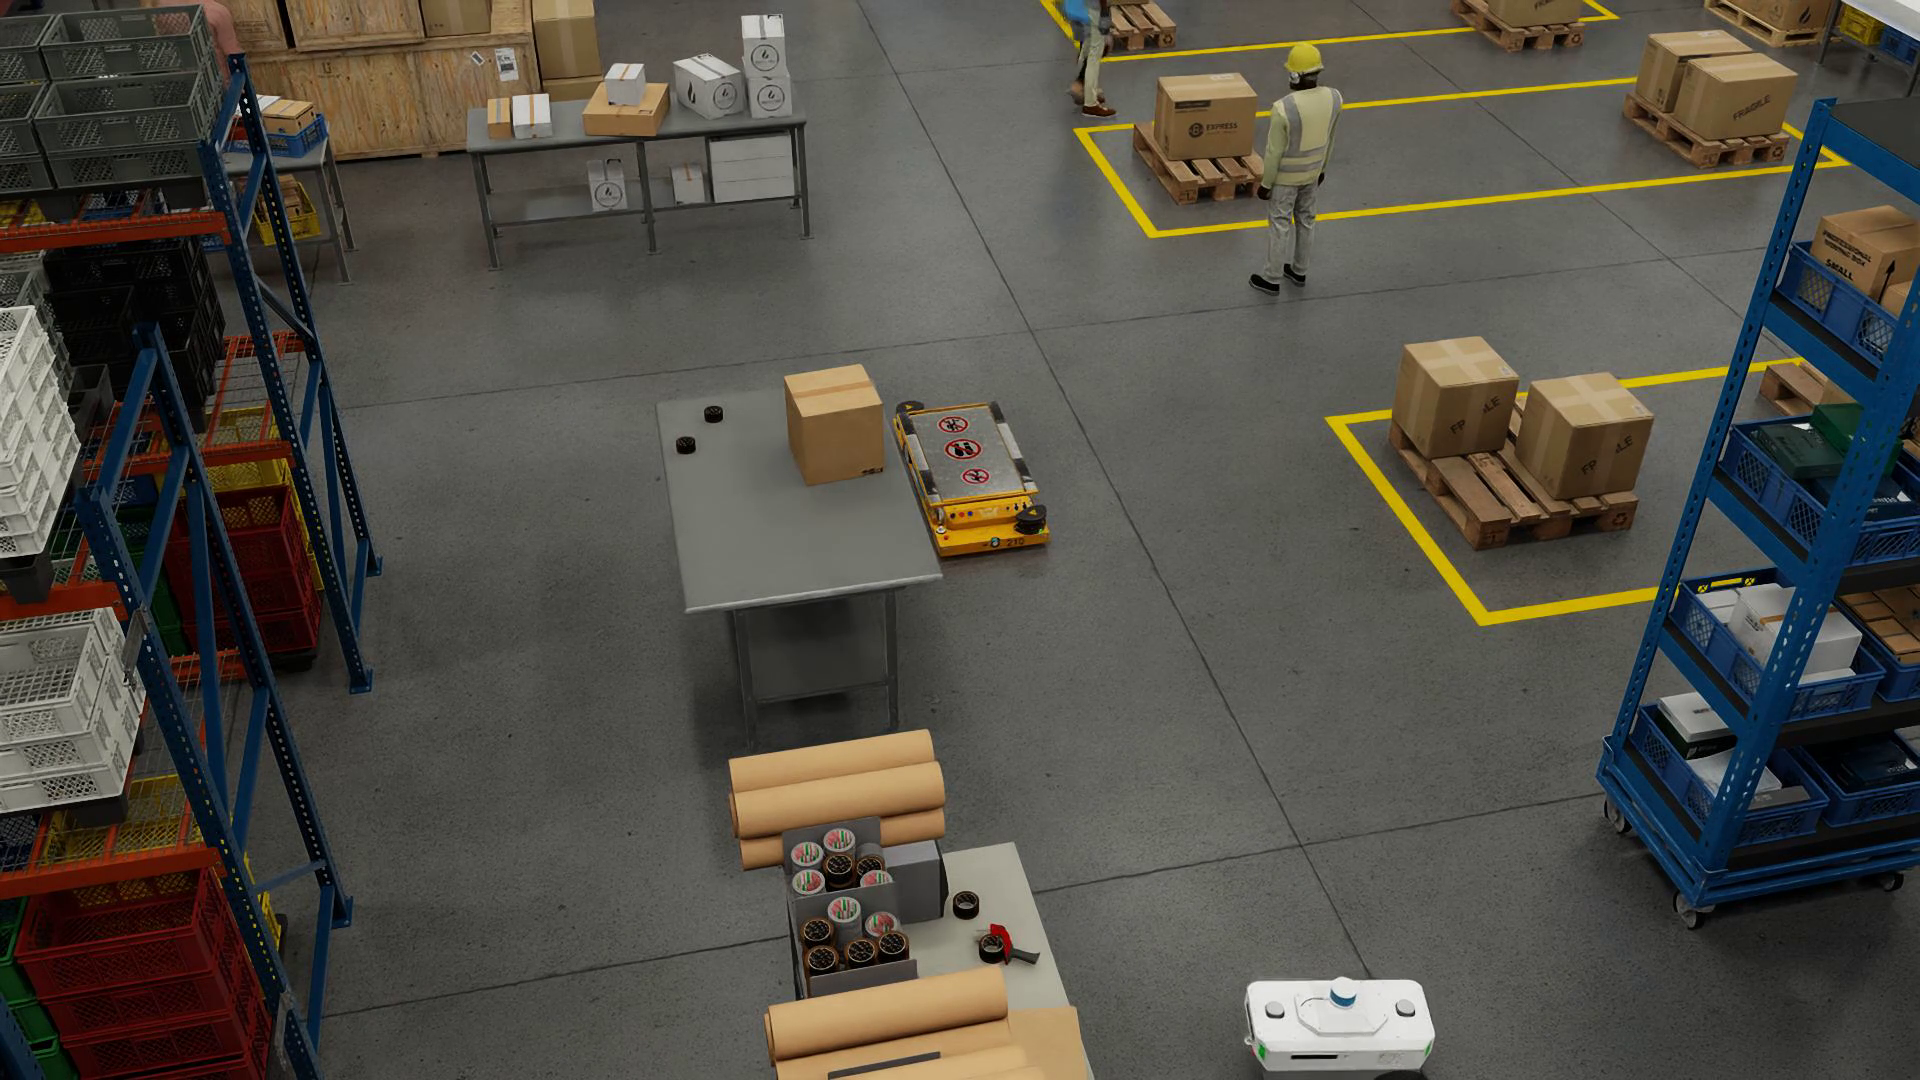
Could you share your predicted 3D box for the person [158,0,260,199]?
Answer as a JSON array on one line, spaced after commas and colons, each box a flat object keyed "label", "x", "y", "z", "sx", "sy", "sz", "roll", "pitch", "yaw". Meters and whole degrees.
[{"label": "person", "x": -5.828, "y": -3.606, "z": 13.036, "sx": 0.659, "sy": 1.894, "sz": 0.415, "roll": 11, "pitch": 38, "yaw": 15}]

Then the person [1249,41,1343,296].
[{"label": "person", "x": 2.354, "y": -2.610, "z": 11.742, "sx": 0.588, "sy": 1.830, "sz": 0.404, "roll": -19, "pitch": 41, "yaw": -24}]

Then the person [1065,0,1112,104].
[{"label": "person", "x": 1.118, "y": -4.638, "z": 14.601, "sx": 0.511, "sy": 1.676, "sz": 0.556, "roll": -30, "pitch": 46, "yaw": -34}]

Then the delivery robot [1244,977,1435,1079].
[{"label": "delivery robot", "x": 1.496, "y": 1.934, "z": 6.619, "sx": 0.707, "sy": 0.478, "sz": 0.477, "roll": -1, "pitch": 37, "yaw": -1}]

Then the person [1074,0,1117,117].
[{"label": "person", "x": 1.204, "y": -4.627, "z": 14.420, "sx": 0.327, "sy": 1.871, "sz": 0.514, "roll": -6, "pitch": 37, "yaw": -9}]

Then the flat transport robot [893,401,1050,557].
[{"label": "flat transport robot", "x": 0.046, "y": -0.430, "z": 10.108, "sx": 0.652, "sy": 0.197, "sz": 1.431, "roll": -8, "pitch": 37, "yaw": -10}]
